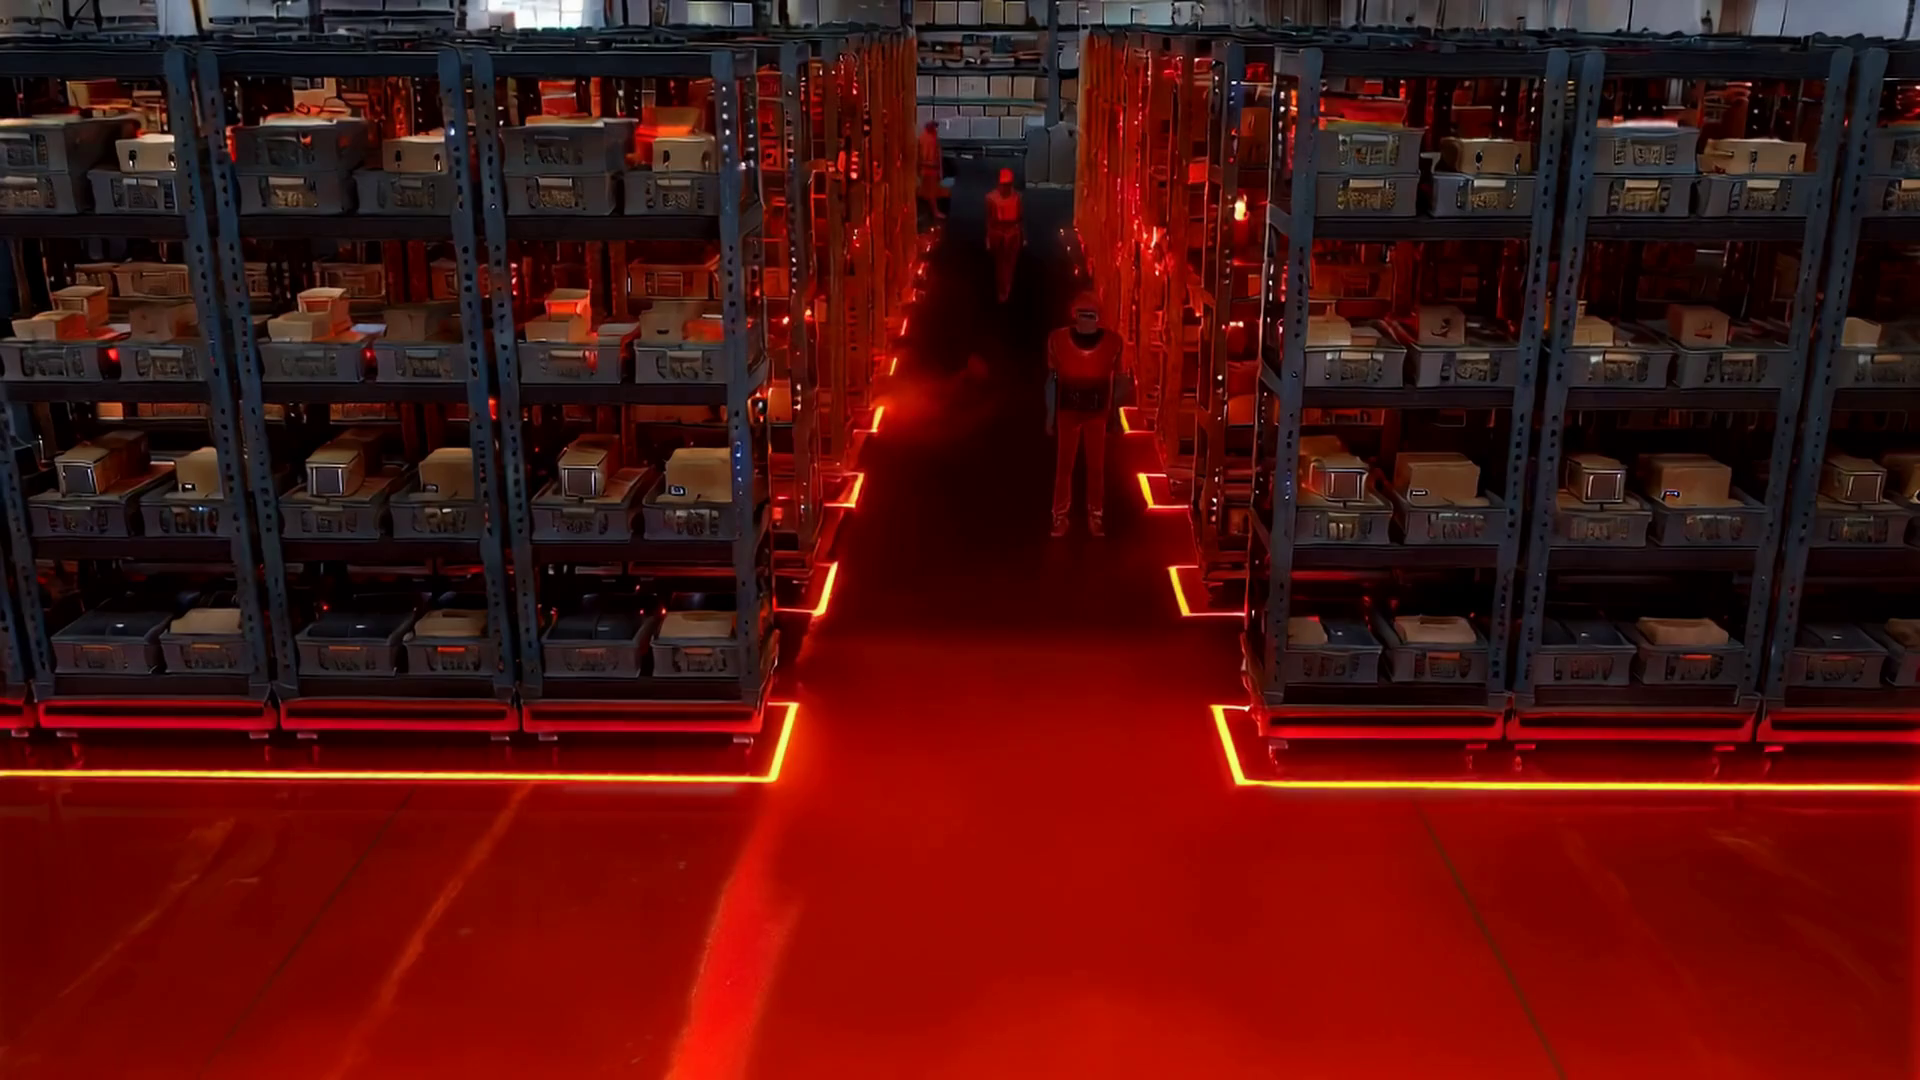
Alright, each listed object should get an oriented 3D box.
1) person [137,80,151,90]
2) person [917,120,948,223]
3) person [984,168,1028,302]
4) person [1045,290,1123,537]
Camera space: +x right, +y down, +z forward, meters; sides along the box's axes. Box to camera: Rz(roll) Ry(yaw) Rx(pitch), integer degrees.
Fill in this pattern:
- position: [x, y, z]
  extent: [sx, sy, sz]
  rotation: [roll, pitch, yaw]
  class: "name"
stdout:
- position: [-26.730, -14.191, 54.673]
  extent: [0.697, 1.785, 0.866]
  rotation: [-16, 24, -42]
  class: "person"
- position: [-0.617, -6.984, 31.515]
  extent: [0.998, 1.905, 0.635]
  rotation: [-14, 22, -37]
  class: "person"
- position: [0.629, -4.221, 22.885]
  extent: [0.601, 1.800, 0.895]
  rotation: [-1, 17, -4]
  class: "person"
- position: [0.914, -0.940, 12.340]
  extent: [0.566, 1.841, 0.390]
  rotation: [1, 17, 2]
  class: "person"
